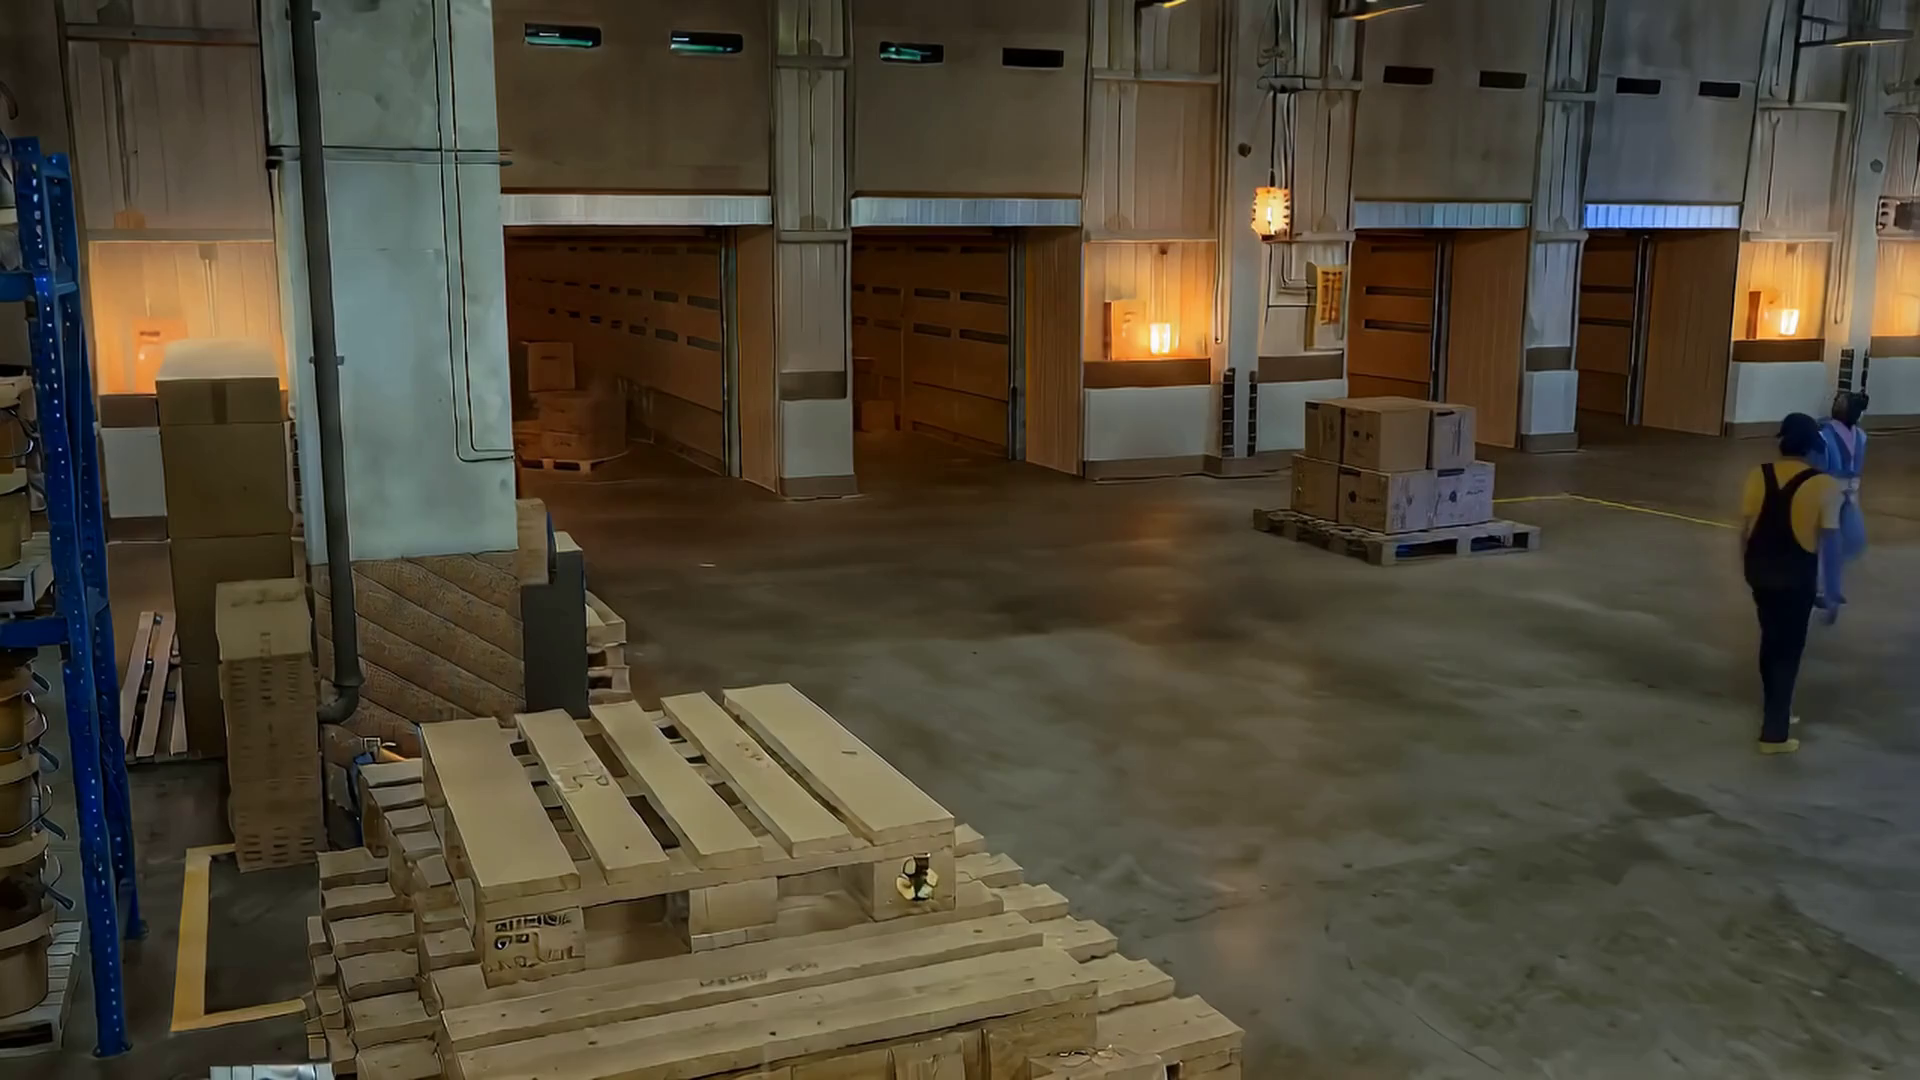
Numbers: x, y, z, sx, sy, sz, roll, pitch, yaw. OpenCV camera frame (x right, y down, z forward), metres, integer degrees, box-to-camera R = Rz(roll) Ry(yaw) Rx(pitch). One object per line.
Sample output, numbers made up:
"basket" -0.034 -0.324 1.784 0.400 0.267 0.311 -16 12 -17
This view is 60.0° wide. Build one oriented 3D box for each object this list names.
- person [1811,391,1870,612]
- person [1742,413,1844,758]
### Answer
"person" 6.409 -0.276 12.166 0.510 1.623 0.373 -3 11 -18
"person" 4.445 0.228 8.901 0.740 1.800 0.574 -8 13 -38
